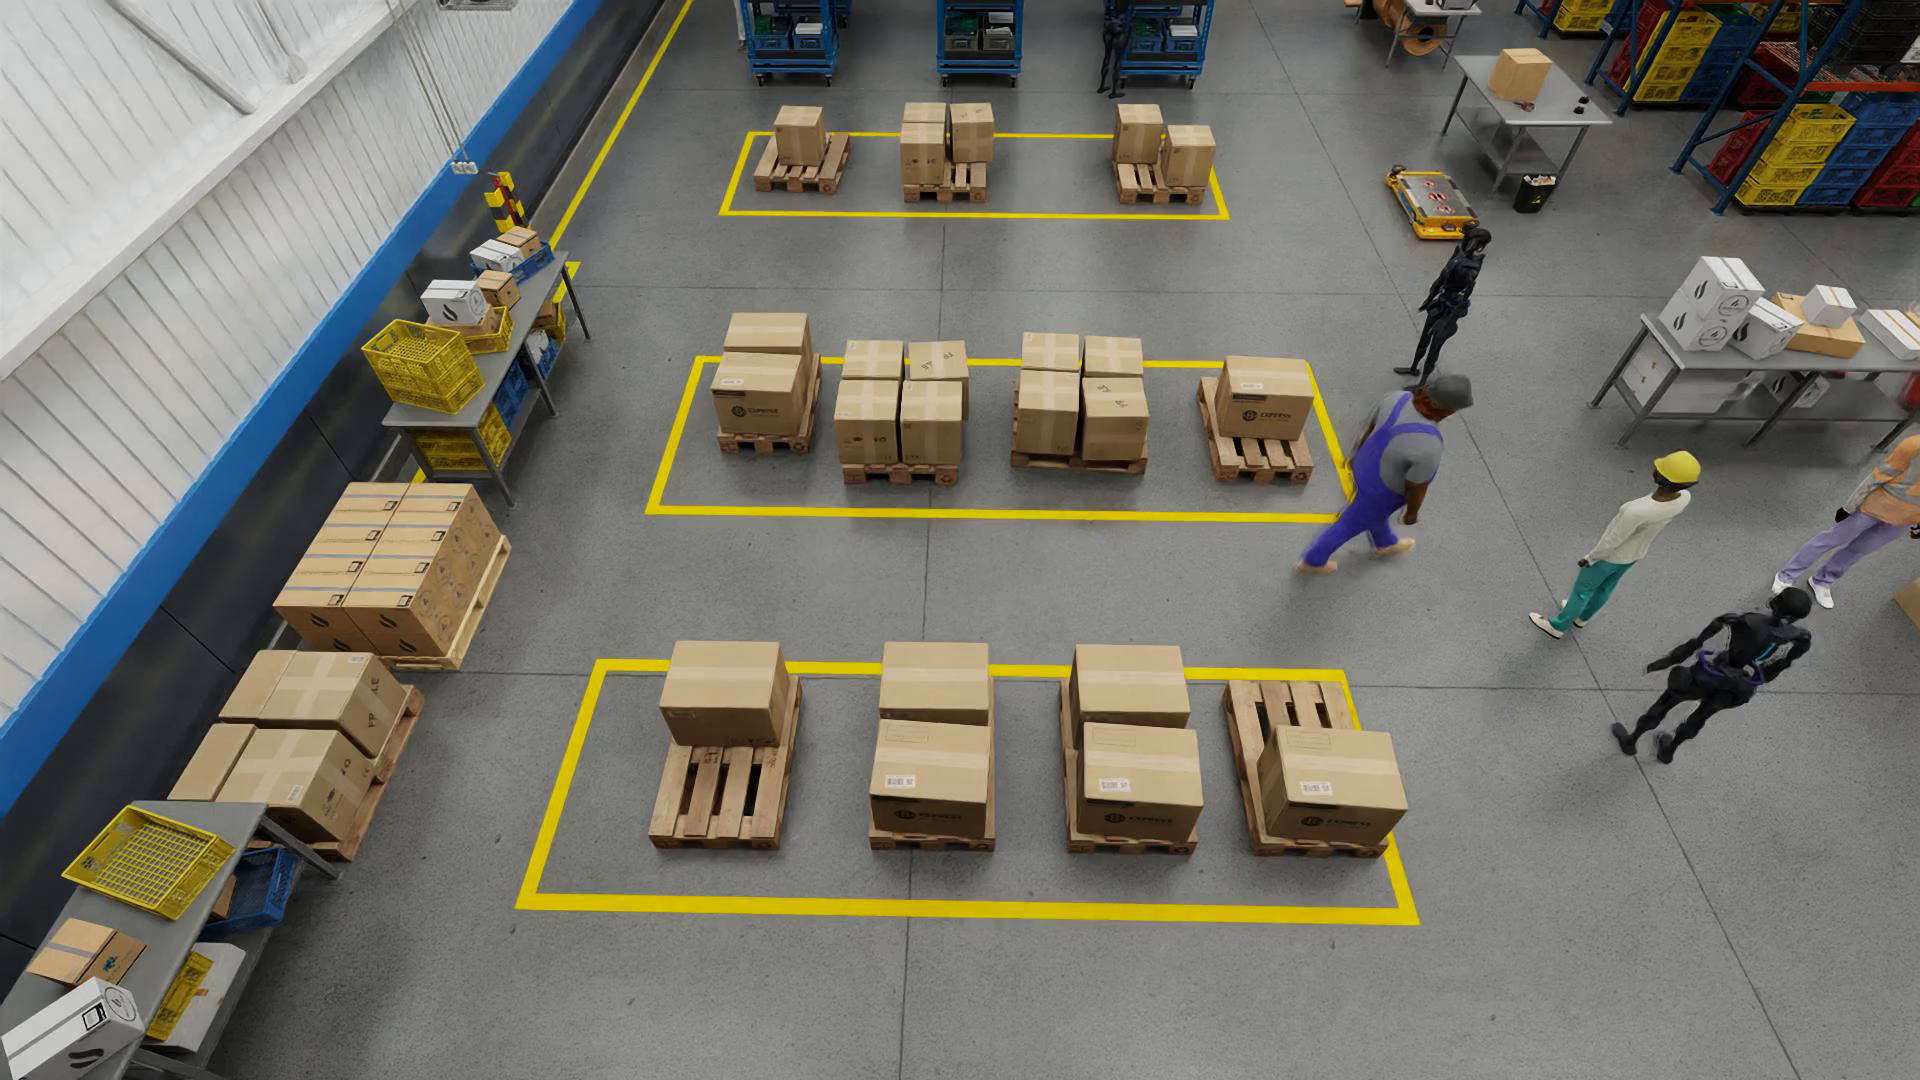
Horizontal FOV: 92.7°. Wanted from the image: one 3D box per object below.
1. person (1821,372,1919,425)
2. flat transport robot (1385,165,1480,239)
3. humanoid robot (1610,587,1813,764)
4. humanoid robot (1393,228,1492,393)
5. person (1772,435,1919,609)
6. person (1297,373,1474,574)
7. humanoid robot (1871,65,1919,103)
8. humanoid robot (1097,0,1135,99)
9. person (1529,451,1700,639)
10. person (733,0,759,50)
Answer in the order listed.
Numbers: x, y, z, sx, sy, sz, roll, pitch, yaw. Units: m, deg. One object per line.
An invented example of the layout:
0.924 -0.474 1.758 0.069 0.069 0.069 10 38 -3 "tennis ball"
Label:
8.794 -1.993 8.167 0.676 1.930 0.984 -26 54 -21 "person"
5.692 -4.094 11.059 0.652 0.197 1.431 1 49 1 "flat transport robot"
4.801 0.873 5.842 0.594 1.654 0.325 15 51 13 "humanoid robot"
4.421 -2.097 8.406 0.326 1.660 0.587 1 49 1 "humanoid robot"
6.738 -0.208 6.623 0.584 1.918 0.373 12 50 10 "person"
3.226 -0.452 6.754 1.017 2.000 0.691 0 49 0 "person"
12.007 -5.856 11.679 0.551 1.642 0.588 18 51 15 "humanoid robot"
2.180 -7.050 12.694 0.321 1.657 0.595 -27 54 -22 "humanoid robot"
4.643 0.055 6.494 0.532 1.767 0.320 -16 51 -14 "person"
-3.252 -8.363 13.705 0.574 1.882 0.351 0 49 0 "person"
